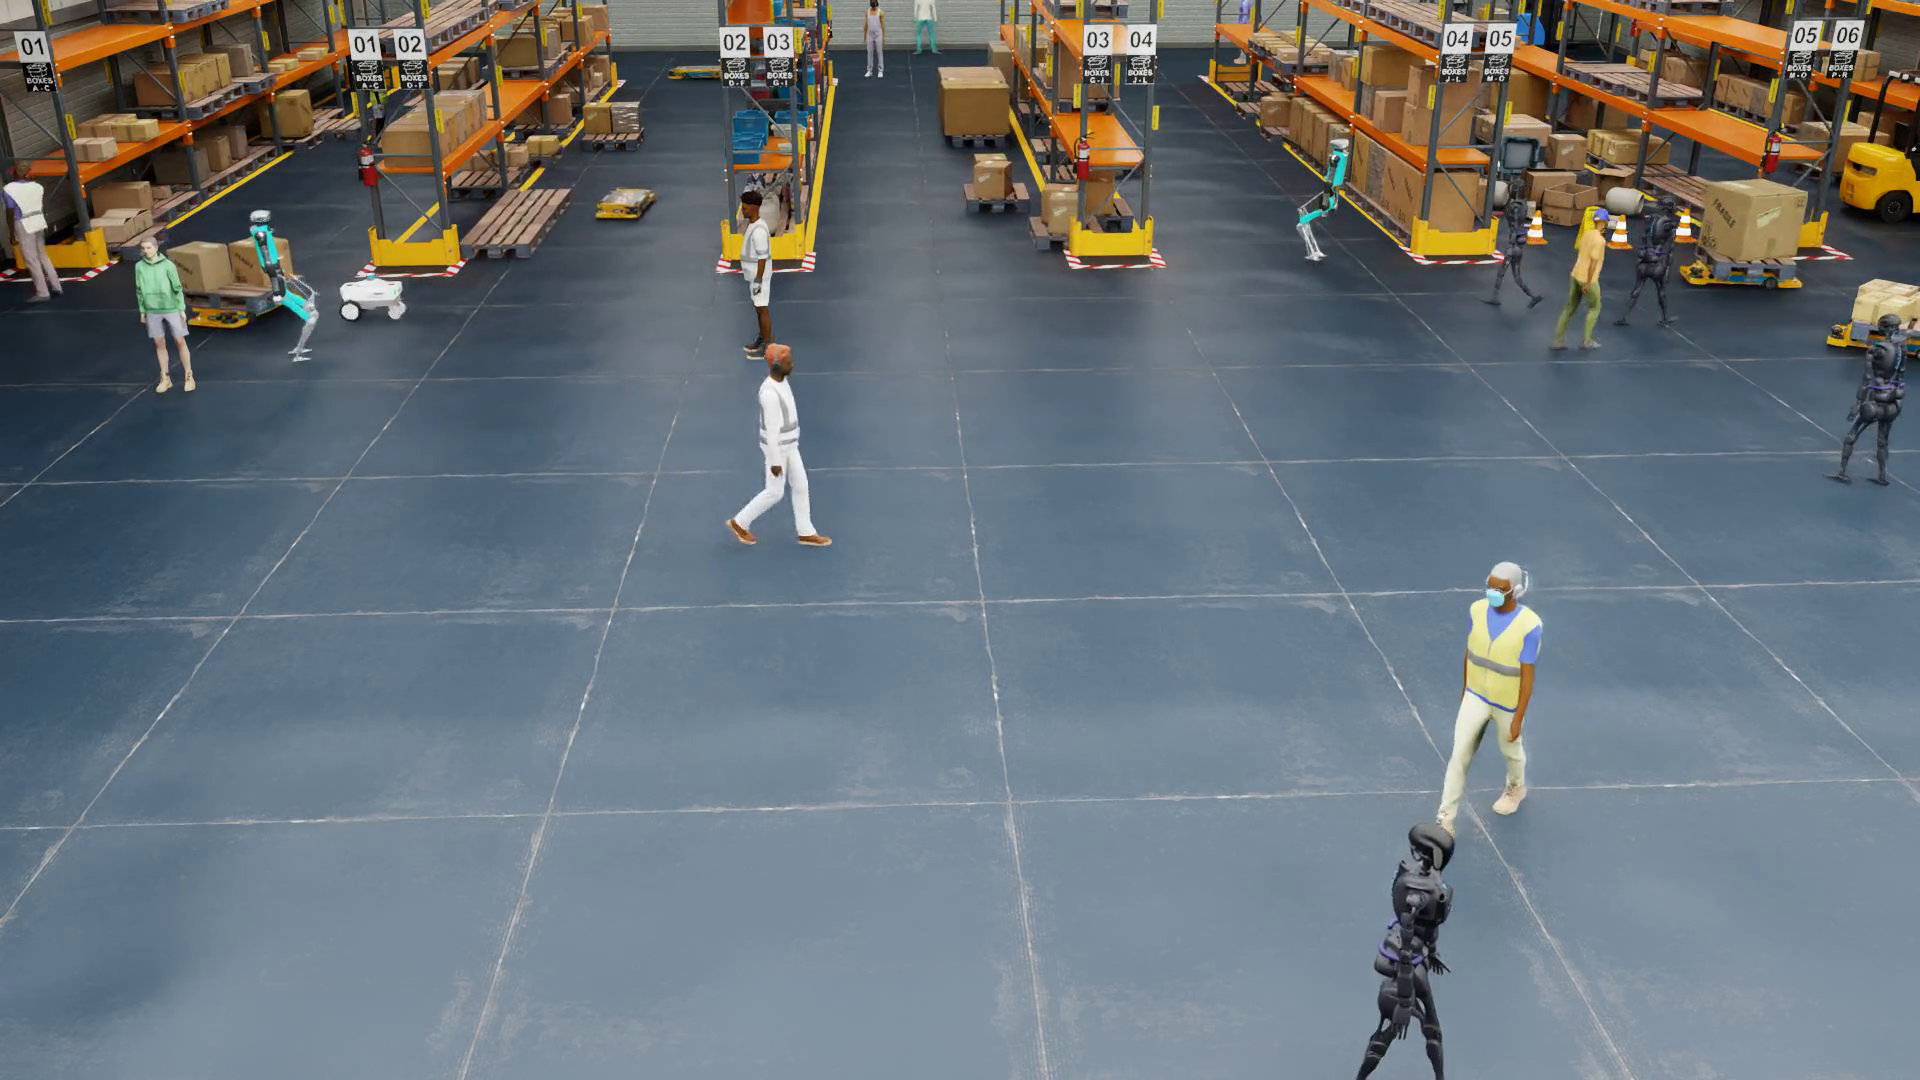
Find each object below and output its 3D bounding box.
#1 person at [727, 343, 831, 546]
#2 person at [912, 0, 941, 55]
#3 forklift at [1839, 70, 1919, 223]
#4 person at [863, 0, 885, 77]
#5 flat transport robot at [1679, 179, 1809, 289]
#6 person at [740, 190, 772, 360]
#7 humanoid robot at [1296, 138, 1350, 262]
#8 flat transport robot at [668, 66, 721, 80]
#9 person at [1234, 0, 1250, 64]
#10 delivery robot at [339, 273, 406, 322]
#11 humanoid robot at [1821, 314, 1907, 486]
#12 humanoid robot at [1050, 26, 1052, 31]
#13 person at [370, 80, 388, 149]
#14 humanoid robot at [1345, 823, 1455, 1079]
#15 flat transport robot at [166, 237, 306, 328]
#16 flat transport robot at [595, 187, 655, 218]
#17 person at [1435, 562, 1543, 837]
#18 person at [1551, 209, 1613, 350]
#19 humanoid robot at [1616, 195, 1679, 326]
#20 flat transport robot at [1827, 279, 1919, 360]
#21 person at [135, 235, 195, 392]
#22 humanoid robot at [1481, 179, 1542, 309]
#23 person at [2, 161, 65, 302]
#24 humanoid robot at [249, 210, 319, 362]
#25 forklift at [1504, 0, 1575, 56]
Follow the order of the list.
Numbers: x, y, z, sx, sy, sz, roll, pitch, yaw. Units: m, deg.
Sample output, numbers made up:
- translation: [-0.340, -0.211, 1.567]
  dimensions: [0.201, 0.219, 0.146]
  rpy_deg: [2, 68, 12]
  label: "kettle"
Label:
- translation: [-1.597, -0.798, 14.327]
  dimensions: [0.843, 1.853, 0.576]
  rpy_deg: [3, 24, 7]
  label: "person"
- translation: [-0.850, -13.343, 42.670]
  dimensions: [0.756, 1.725, 0.344]
  rpy_deg: [-10, 26, -21]
  label: "person"
- translation: [15.132, -6.143, 25.915]
  dimensions: [2.313, 2.155, 1.214]
  rpy_deg: [-1, 24, -2]
  label: "forklift"
- translation: [-2.022, -11.833, 39.100]
  dimensions: [0.529, 1.860, 0.389]
  rpy_deg: [5, 25, 11]
  label: "person"
- translation: [10.605, -3.616, 22.598]
  dimensions: [1.431, 0.231, 0.659]
  rpy_deg: [4, 24, 9]
  label: "flat transport robot"
- translation: [-2.364, -3.082, 19.314]
  dimensions: [0.368, 1.966, 0.605]
  rpy_deg: [-5, 25, -11]
  label: "person"
- translation: [5.022, -4.786, 23.313]
  dimensions: [0.733, 1.703, 0.530]
  rpy_deg: [13, 27, 27]
  label: "humanoid robot"
- translation: [-6.129, -11.024, 39.243]
  dimensions: [1.431, 0.231, 0.659]
  rpy_deg: [-1, 24, -2]
  label: "flat transport robot"
- translation: [7.035, -12.734, 41.203]
  dimensions: [0.375, 1.797, 0.606]
  rpy_deg: [4, 24, 9]
  label: "person"
- translation: [-7.448, -3.065, 21.026]
  dimensions: [0.814, 0.611, 0.499]
  rpy_deg: [-2, 24, -4]
  label: "delivery robot"
- translation: [8.693, -1.320, 15.724]
  dimensions: [0.608, 1.636, 0.464]
  rpy_deg: [-11, 26, -23]
  label: "humanoid robot"
- translation: [2.591, -12.742, 41.411]
  dimensions: [0.577, 1.856, 0.877]
  rpy_deg: [-19, 30, -36]
  label: "humanoid robot"
- translation: [-10.867, -8.201, 31.151]
  dimensions: [0.321, 1.693, 0.533]
  rpy_deg: [-4, 24, -8]
  label: "person"
- translation: [2.243, 2.096, 8.048]
  dimensions: [0.644, 1.637, 0.594]
  rpy_deg: [12, 27, 25]
  label: "humanoid robot"
- translation: [-9.103, -2.982, 21.173]
  dimensions: [0.659, 0.231, 1.431]
  rpy_deg: [6, 25, 13]
  label: "flat transport robot"
- translation: [-5.340, -5.374, 26.548]
  dimensions: [0.659, 0.231, 1.431]
  rpy_deg: [1, 24, 1]
  label: "flat transport robot"
- translation: [3.327, 0.986, 10.320]
  dimensions: [0.511, 1.849, 0.991]
  rpy_deg: [20, 31, 37]
  label: "person"
- translation: [7.371, -3.047, 19.580]
  dimensions: [0.701, 1.675, 0.464]
  rpy_deg: [-6, 25, -13]
  label: "person"
- translation: [8.572, -3.445, 20.534]
  dimensions: [0.750, 1.629, 0.591]
  rpy_deg: [-7, 25, -16]
  label: "humanoid robot"
- translation: [11.172, -2.377, 19.814]
  dimensions: [1.431, 0.231, 0.659]
  rpy_deg: [15, 28, 30]
  label: "flat transport robot"
- translation: [-8.735, -2.486, 18.246]
  dimensions: [0.481, 1.743, 0.339]
  rpy_deg: [-3, 24, -7]
  label: "person"
- translation: [7.167, -3.784, 21.314]
  dimensions: [0.752, 1.640, 0.616]
  rpy_deg: [8, 25, 17]
  label: "humanoid robot"
- translation: [-12.002, -3.974, 21.519]
  dimensions: [0.391, 1.807, 0.610]
  rpy_deg: [6, 25, 13]
  label: "person"
- translation: [-7.733, -2.963, 19.272]
  dimensions: [0.710, 1.749, 0.530]
  rpy_deg: [-8, 25, -18]
  label: "humanoid robot"
- translation: [14.700, -13.805, 42.301]
  dimensions: [1.873, 2.768, 1.129]
  rpy_deg: [-1, 24, -2]
  label: "forklift"
